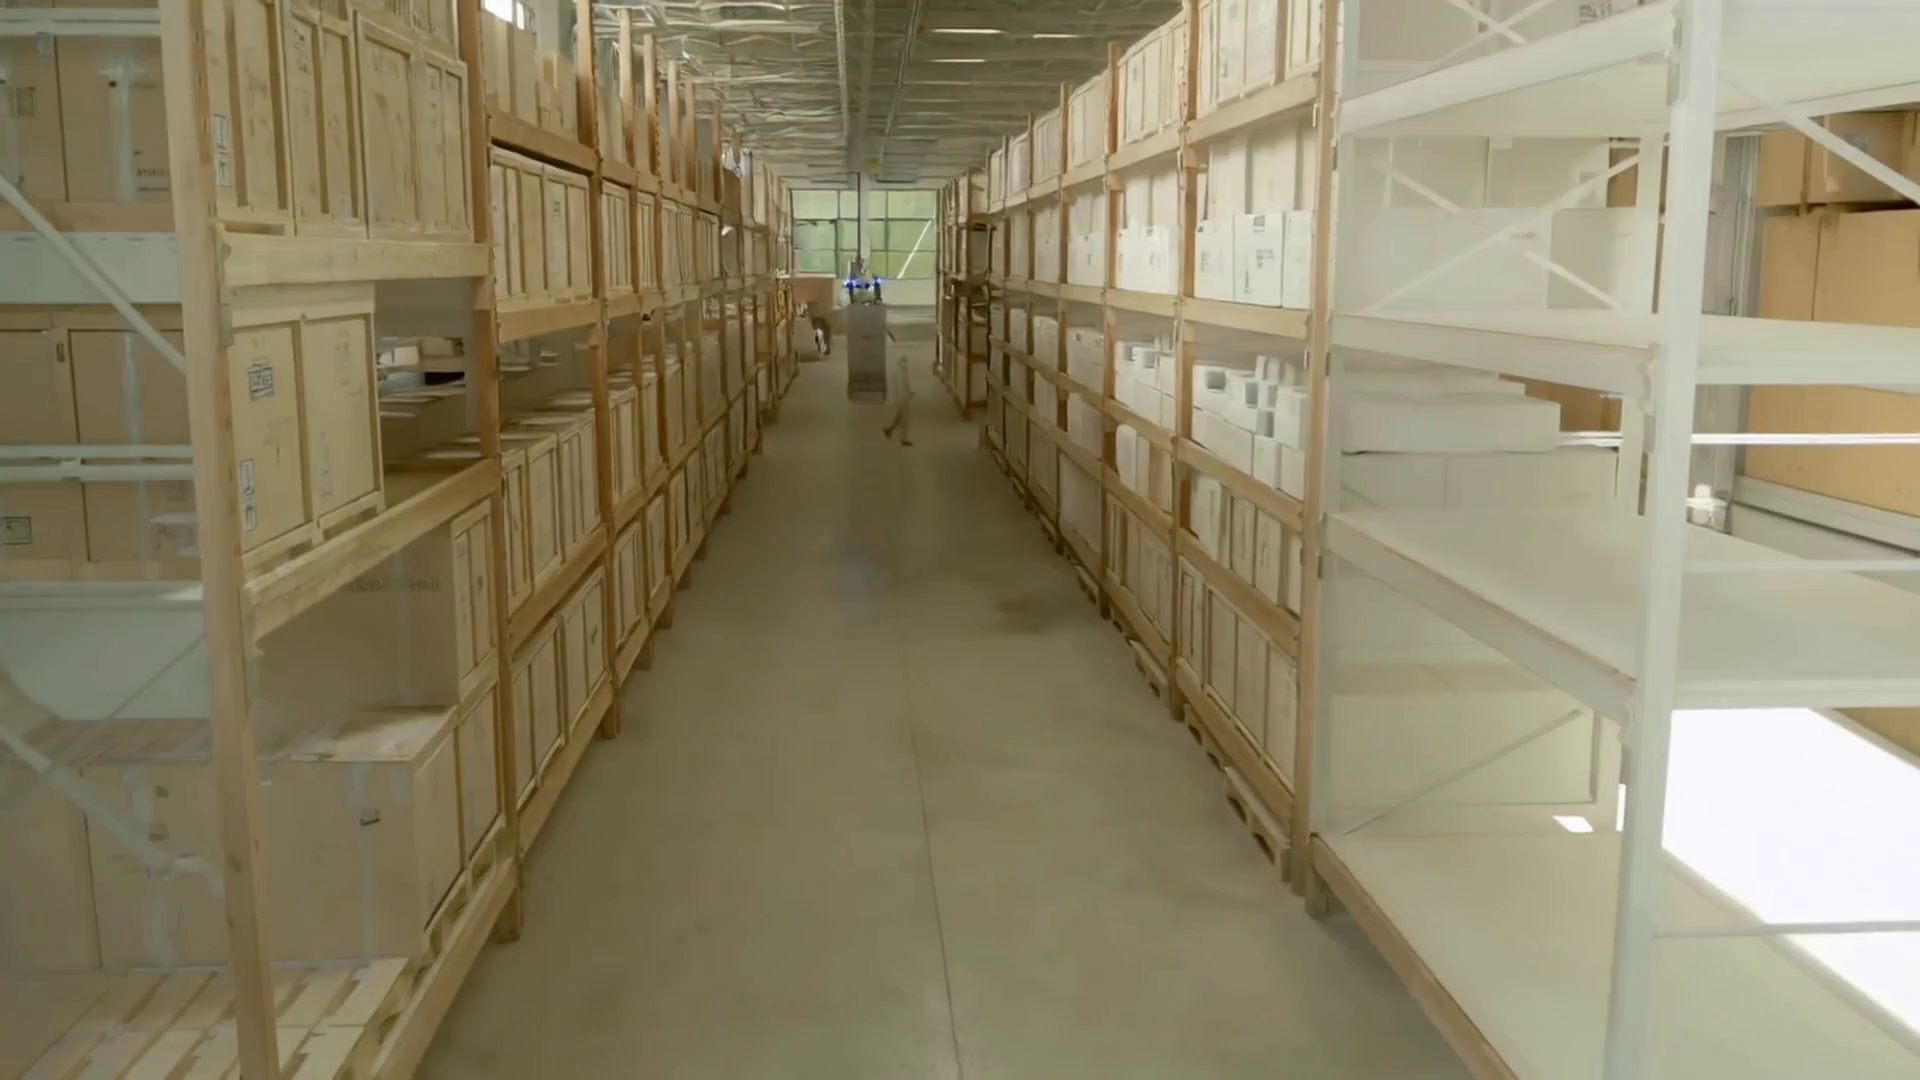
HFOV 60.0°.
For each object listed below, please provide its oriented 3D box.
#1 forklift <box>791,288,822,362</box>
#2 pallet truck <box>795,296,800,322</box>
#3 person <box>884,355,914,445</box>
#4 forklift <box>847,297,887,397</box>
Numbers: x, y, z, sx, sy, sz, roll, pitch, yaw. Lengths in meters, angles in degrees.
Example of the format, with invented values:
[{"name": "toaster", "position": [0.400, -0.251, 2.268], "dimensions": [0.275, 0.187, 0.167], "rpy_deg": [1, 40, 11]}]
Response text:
[{"name": "forklift", "position": [-6.290, -8.276, 63.901], "dimensions": [1.129, 2.768, 1.873], "rpy_deg": [-7, 12, -36]}, {"name": "pallet truck", "position": [-8.622, -12.439, 91.403], "dimensions": [1.885, 1.965, 0.823], "rpy_deg": [2, 10, 13]}, {"name": "person", "position": [-1.267, -2.927, 34.890], "dimensions": [0.543, 1.893, 0.666], "rpy_deg": [0, 10, -1]}, {"name": "forklift", "position": [-2.681, -5.567, 47.722], "dimensions": [1.129, 2.768, 1.873], "rpy_deg": [-1, 10, -3]}]
